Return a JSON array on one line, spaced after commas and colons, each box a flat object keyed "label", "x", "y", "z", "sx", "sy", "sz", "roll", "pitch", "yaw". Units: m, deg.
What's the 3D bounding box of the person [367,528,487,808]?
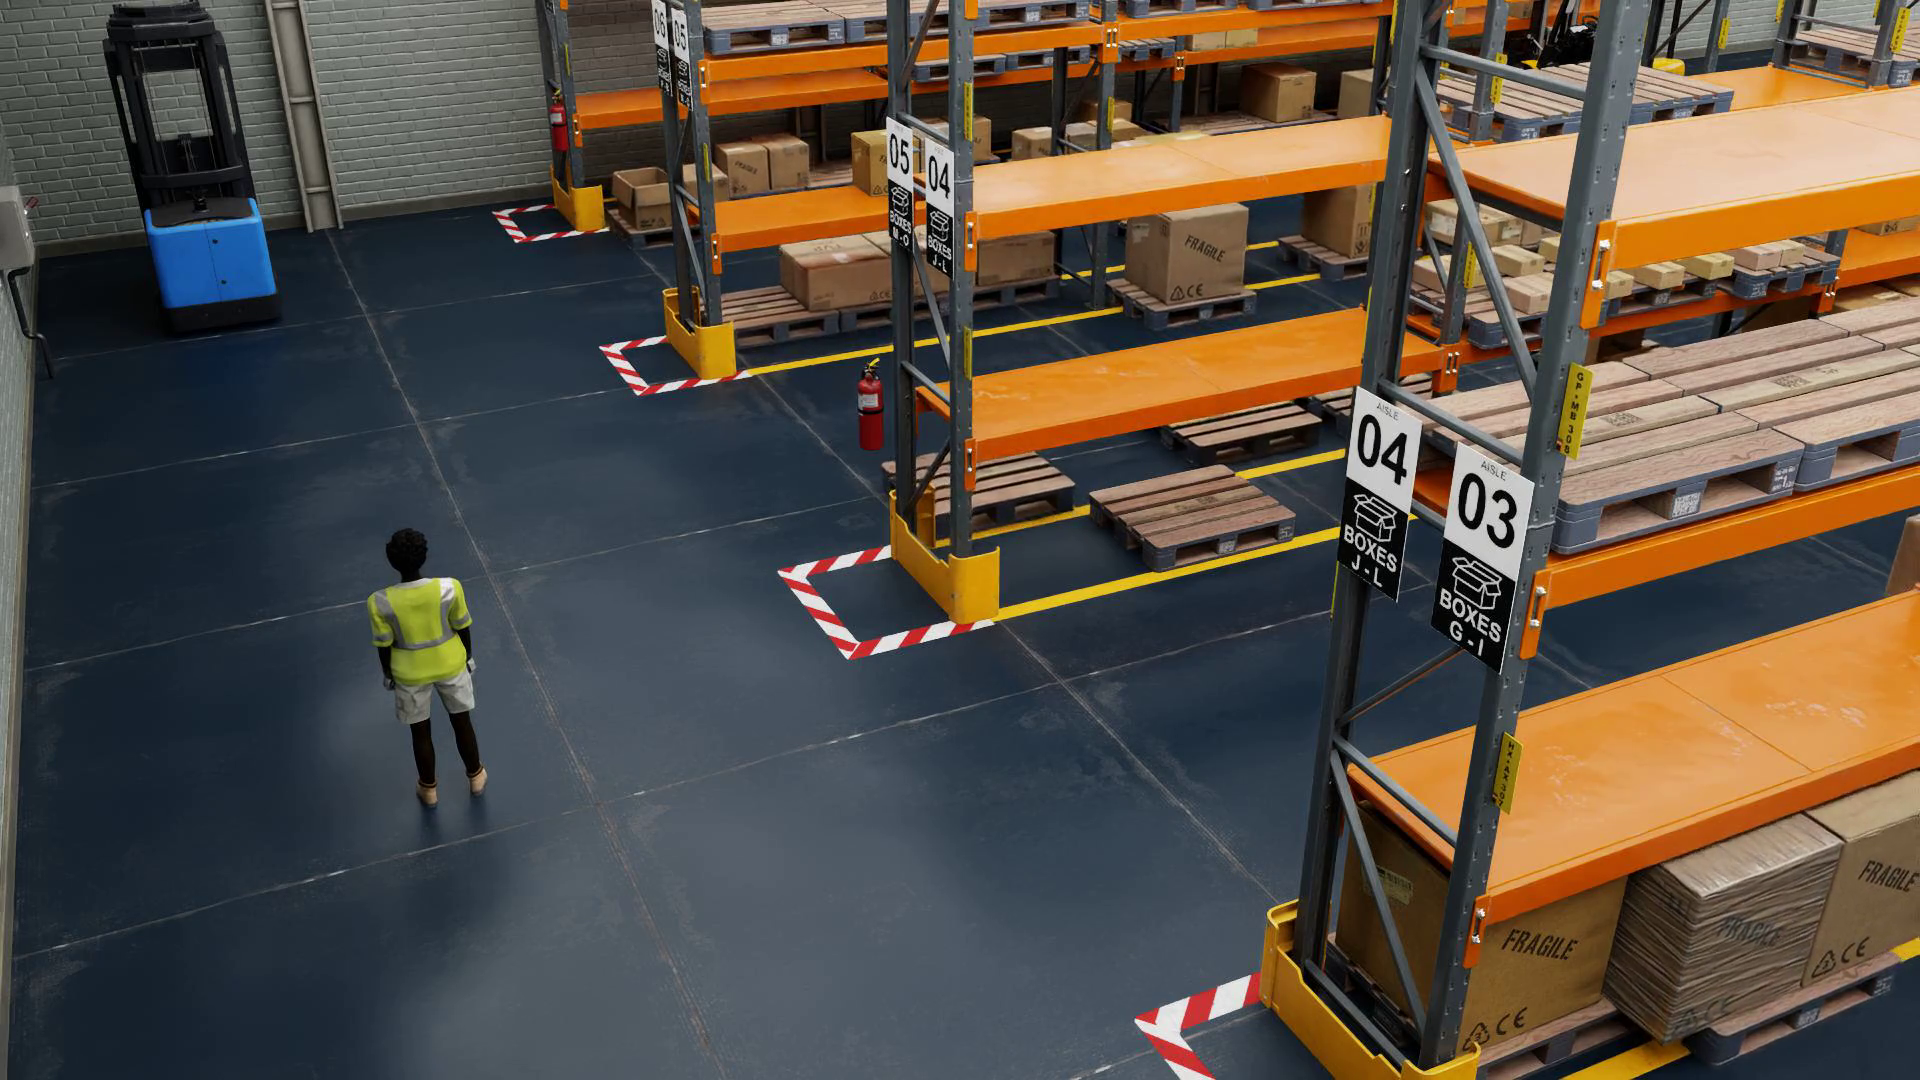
[{"label": "person", "x": -2.935, "y": 0.710, "z": 9.189, "sx": 0.531, "sy": 1.697, "sz": 0.320, "roll": -11, "pitch": 30, "yaw": -20}]

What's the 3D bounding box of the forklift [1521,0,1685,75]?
[{"label": "forklift", "x": 8.950, "y": -6.807, "z": 23.056, "sx": 1.214, "sy": 2.155, "sz": 2.313, "roll": -12, "pitch": 30, "yaw": -22}]

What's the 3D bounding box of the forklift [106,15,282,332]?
[{"label": "forklift", "x": -7.548, "y": -3.672, "z": 16.323, "sx": 1.129, "sy": 2.768, "sz": 1.873, "roll": -12, "pitch": 30, "yaw": -22}]
